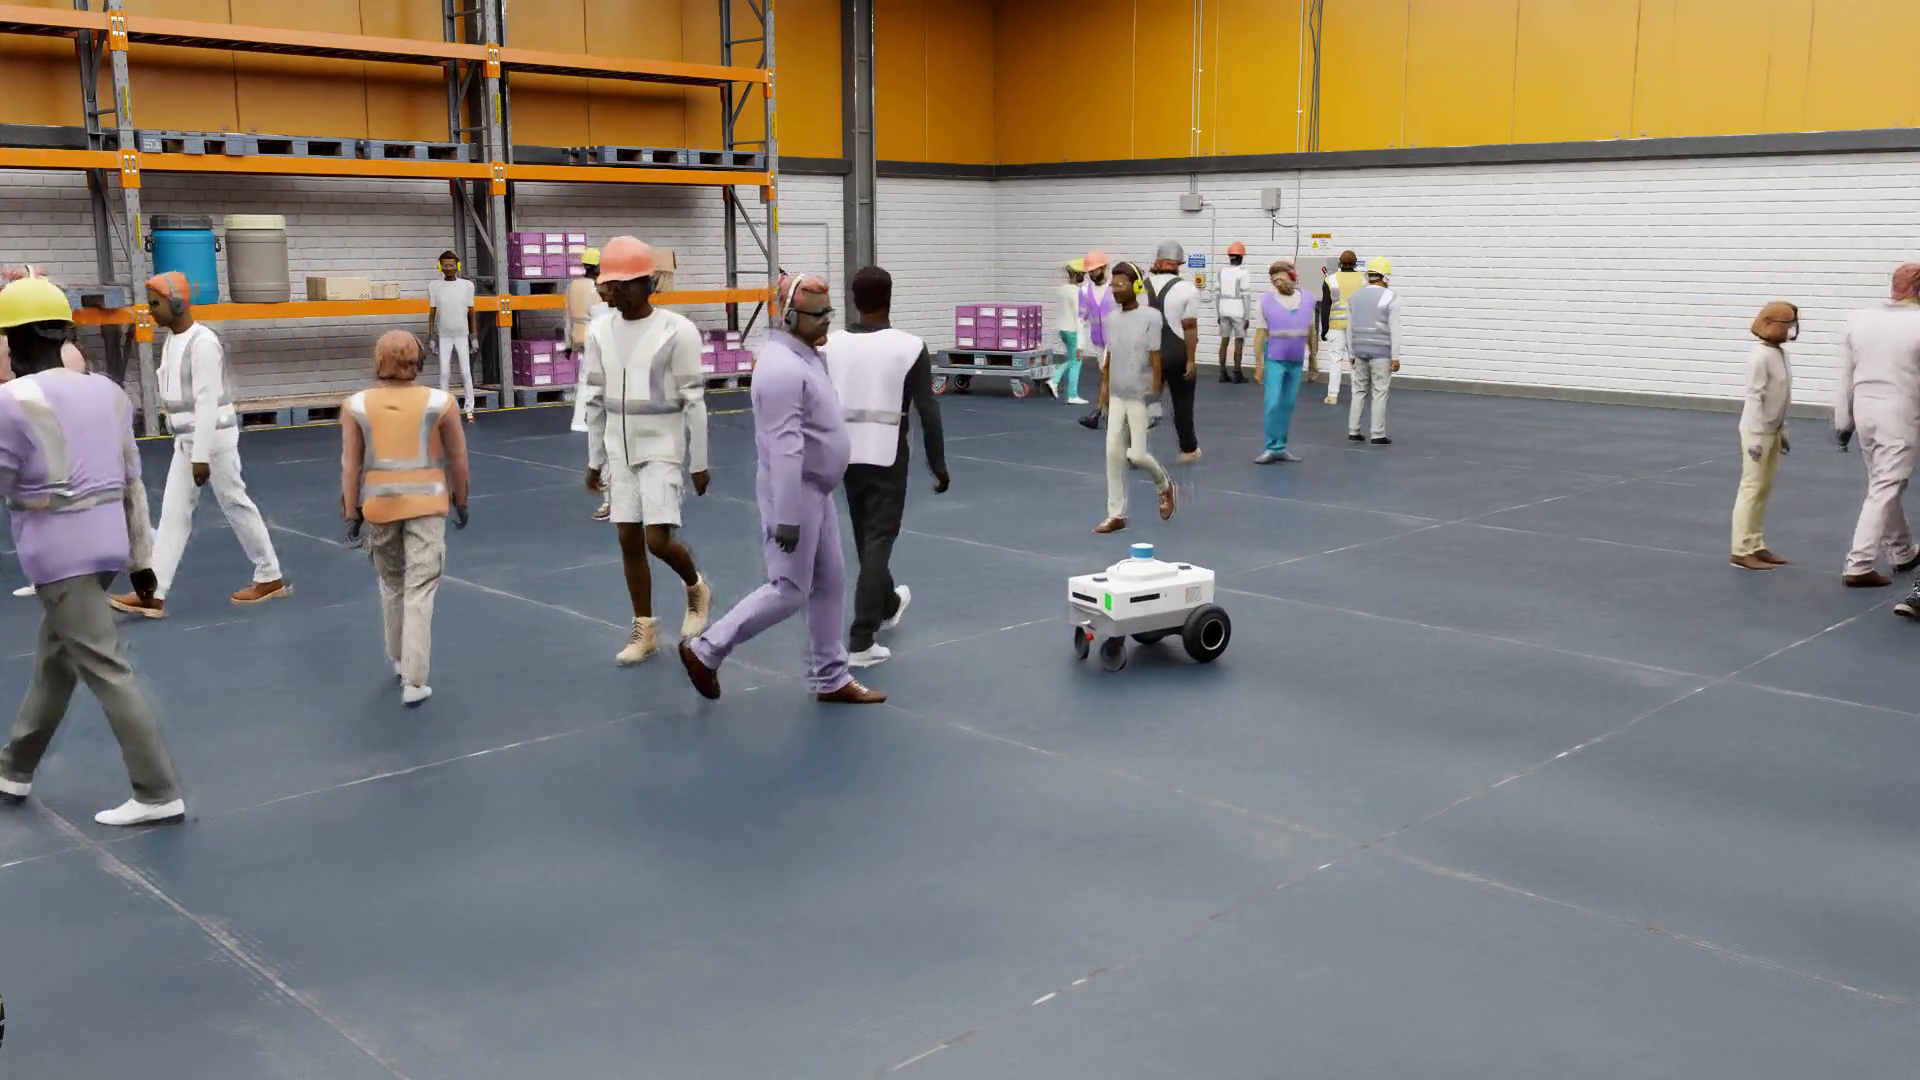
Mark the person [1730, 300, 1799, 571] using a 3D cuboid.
[{"bbox_3d":[4.905,-0.637,10.130,0.275,1.633,0.503,10,14,42],"label":"person"}]

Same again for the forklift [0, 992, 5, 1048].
[{"bbox_3d":[-3.245,0.323,3.363,2.313,2.155,1.214,2,11,13],"label":"forklift"}]

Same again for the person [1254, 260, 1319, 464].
[{"bbox_3d":[2.856,-1.561,14.715,0.619,1.805,0.468,-4,11,-18],"label":"person"}]

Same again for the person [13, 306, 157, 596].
[{"bbox_3d":[-4.947,-0.555,9.423,0.798,1.736,0.526,-8,13,-36],"label":"person"}]

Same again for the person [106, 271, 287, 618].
[{"bbox_3d":[-4.087,-0.496,8.865,0.597,1.820,0.977,10,14,43],"label":"person"}]

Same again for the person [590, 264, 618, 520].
[{"bbox_3d":[-2.397,-1.046,11.787,0.556,1.836,0.661,4,11,19],"label":"person"}]

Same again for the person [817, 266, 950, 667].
[{"bbox_3d":[-0.367,-0.384,8.097,0.609,1.864,1.008,4,11,22],"label":"person"}]

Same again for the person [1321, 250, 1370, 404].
[{"bbox_3d":[4.631,-2.548,19.985,0.624,1.844,0.429,0,10,-1],"label":"person"}]

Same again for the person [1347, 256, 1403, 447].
[{"bbox_3d":[3.988,-1.806,16.000,0.403,1.824,0.592,-9,13,-39],"label":"person"}]

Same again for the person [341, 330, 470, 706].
[{"bbox_3d":[-2.424,-0.117,7.359,0.509,1.604,0.765,0,10,-1],"label":"person"}]

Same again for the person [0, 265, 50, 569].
[{"bbox_3d":[-5.697,-0.741,10.135,0.644,1.853,1.045,5,11,24],"label":"person"}]

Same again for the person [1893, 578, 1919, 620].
[{"bbox_3d":[5.388,-0.523,8.765,1.026,1.915,0.620,-7,12,-33],"label":"person"}]

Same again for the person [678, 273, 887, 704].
[{"bbox_3d":[-0.762,-0.182,7.006,0.799,1.873,0.649,0,10,2],"label":"person"}]

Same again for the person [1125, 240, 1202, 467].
[{"bbox_3d":[1.787,-1.663,14.610,0.685,2.000,1.030,7,12,33],"label":"person"}]

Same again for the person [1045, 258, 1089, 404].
[{"bbox_3d":[1.325,-2.489,19.898,0.451,1.743,0.547,-4,11,-19],"label":"person"}]

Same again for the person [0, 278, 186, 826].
[{"bbox_3d":[-3.138,0.058,5.693,0.992,1.870,0.608,1,10,7],"label":"person"}]

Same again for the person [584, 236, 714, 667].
[{"bbox_3d":[-1.471,-0.414,7.856,0.601,2.018,0.572,5,11,25],"label":"person"}]

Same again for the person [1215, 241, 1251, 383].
[{"bbox_3d":[3.755,-3.116,22.817,0.549,1.937,0.367,9,14,41],"label":"person"}]

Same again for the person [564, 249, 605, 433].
[{"bbox_3d":[-3.768,-2.077,17.316,0.612,1.874,0.983,7,13,35],"label":"person"}]

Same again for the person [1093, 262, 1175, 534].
[{"bbox_3d":[1.207,-0.970,11.364,0.530,1.850,0.633,9,14,42],"label":"person"}]

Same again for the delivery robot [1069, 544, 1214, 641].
[{"bbox_3d":[0.864,0.262,7.917,0.707,0.478,0.477,-7,12,-34],"label":"delivery robot"}]

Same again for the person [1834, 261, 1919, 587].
[{"bbox_3d":[5.521,-0.669,9.665,0.934,1.864,0.662,-3,11,-18],"label":"person"}]

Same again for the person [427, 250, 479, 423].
[{"bbox_3d":[-5.473,-2.186,17.967,0.516,1.860,0.319,-2,11,-13],"label":"person"}]

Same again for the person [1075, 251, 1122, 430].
[{"bbox_3d":[1.503,-2.091,17.452,0.554,1.851,1.029,7,12,33],"label":"person"}]
